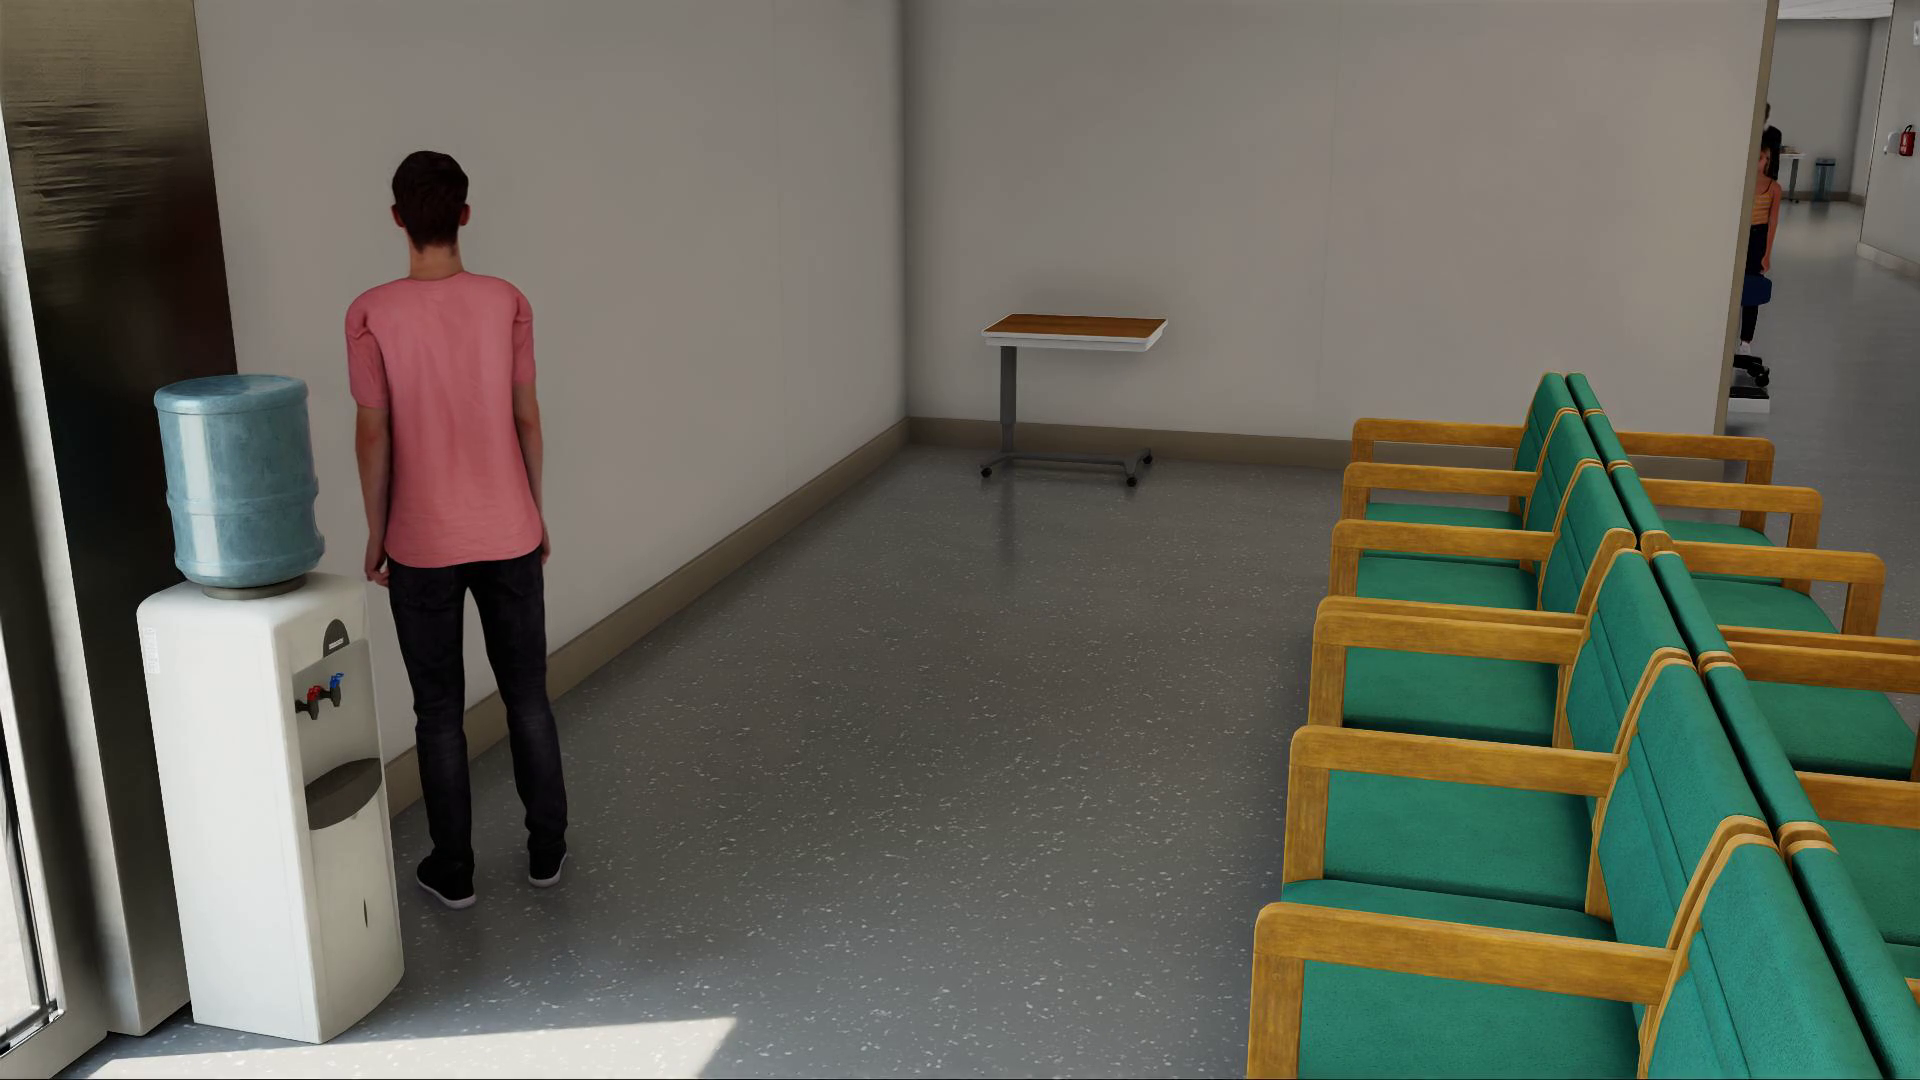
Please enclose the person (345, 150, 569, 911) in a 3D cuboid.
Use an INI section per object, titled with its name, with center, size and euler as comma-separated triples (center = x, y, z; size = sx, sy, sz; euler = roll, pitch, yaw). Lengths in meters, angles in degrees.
[person]
center = -1.292, -0.006, 4.305
size = 0.692, 1.957, 0.764
euler = -8, 18, -27
